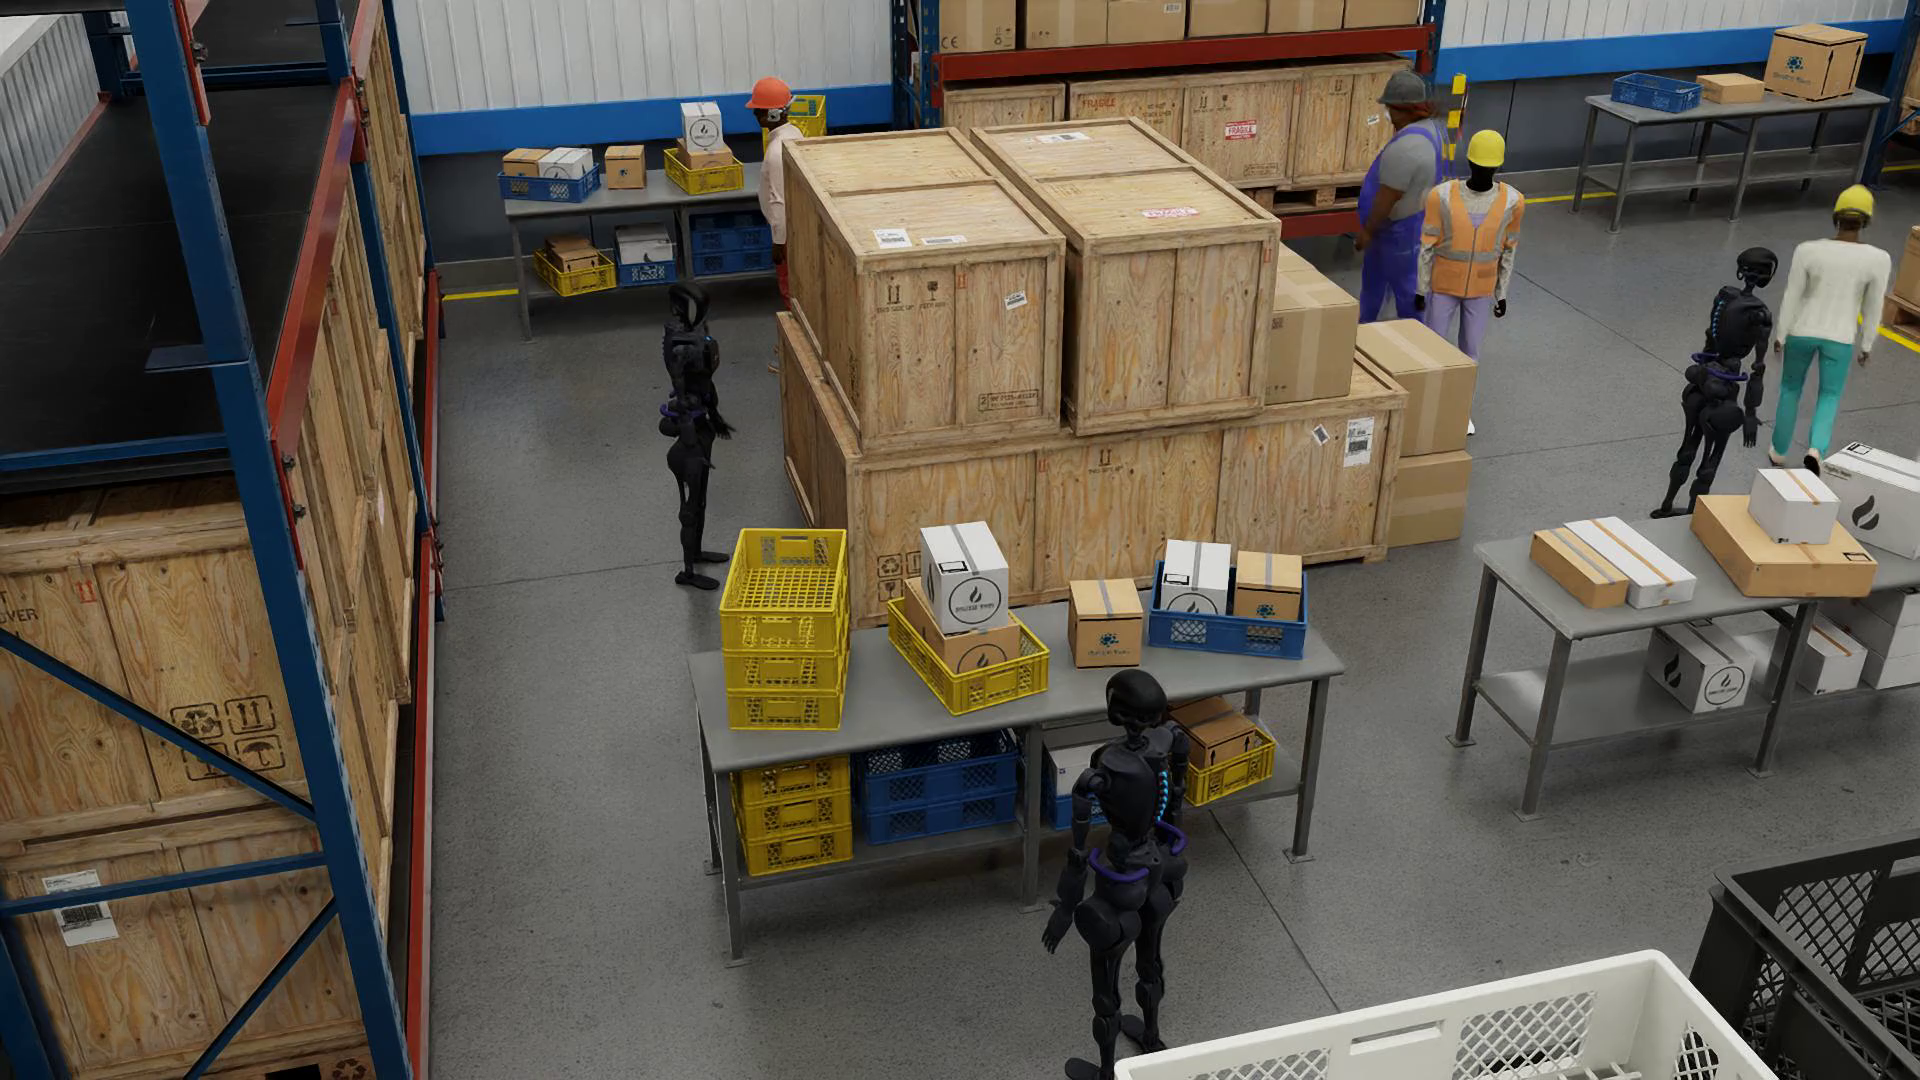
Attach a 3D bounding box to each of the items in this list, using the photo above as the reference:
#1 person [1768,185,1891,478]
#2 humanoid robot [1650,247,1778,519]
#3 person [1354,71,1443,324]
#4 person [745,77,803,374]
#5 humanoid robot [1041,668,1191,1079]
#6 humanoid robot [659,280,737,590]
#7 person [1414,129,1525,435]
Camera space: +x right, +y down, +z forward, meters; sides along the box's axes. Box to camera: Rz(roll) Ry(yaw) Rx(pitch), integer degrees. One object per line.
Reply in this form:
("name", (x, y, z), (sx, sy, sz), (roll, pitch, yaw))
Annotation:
("person", (5.054, -1.179, 9.734), (0.535, 1.738, 0.629), (12, 31, 21))
("humanoid robot", (4.162, -0.799, 9.106), (0.332, 1.651, 0.574), (-3, 29, -5))
("person", (2.849, -2.159, 11.201), (0.832, 2.000, 0.686), (11, 31, 19))
("person", (-1.186, -2.102, 11.159), (0.412, 1.985, 0.609), (1, 29, 2))
("humanoid robot", (0.547, 1.141, 5.572), (0.589, 1.657, 0.327), (-25, 37, -37))
("humanoid robot", (-1.369, -0.562, 8.667), (0.328, 1.652, 0.601), (3, 29, 6))
("person", (3.104, -1.574, 10.253), (0.586, 1.929, 0.357), (3, 29, 5))
